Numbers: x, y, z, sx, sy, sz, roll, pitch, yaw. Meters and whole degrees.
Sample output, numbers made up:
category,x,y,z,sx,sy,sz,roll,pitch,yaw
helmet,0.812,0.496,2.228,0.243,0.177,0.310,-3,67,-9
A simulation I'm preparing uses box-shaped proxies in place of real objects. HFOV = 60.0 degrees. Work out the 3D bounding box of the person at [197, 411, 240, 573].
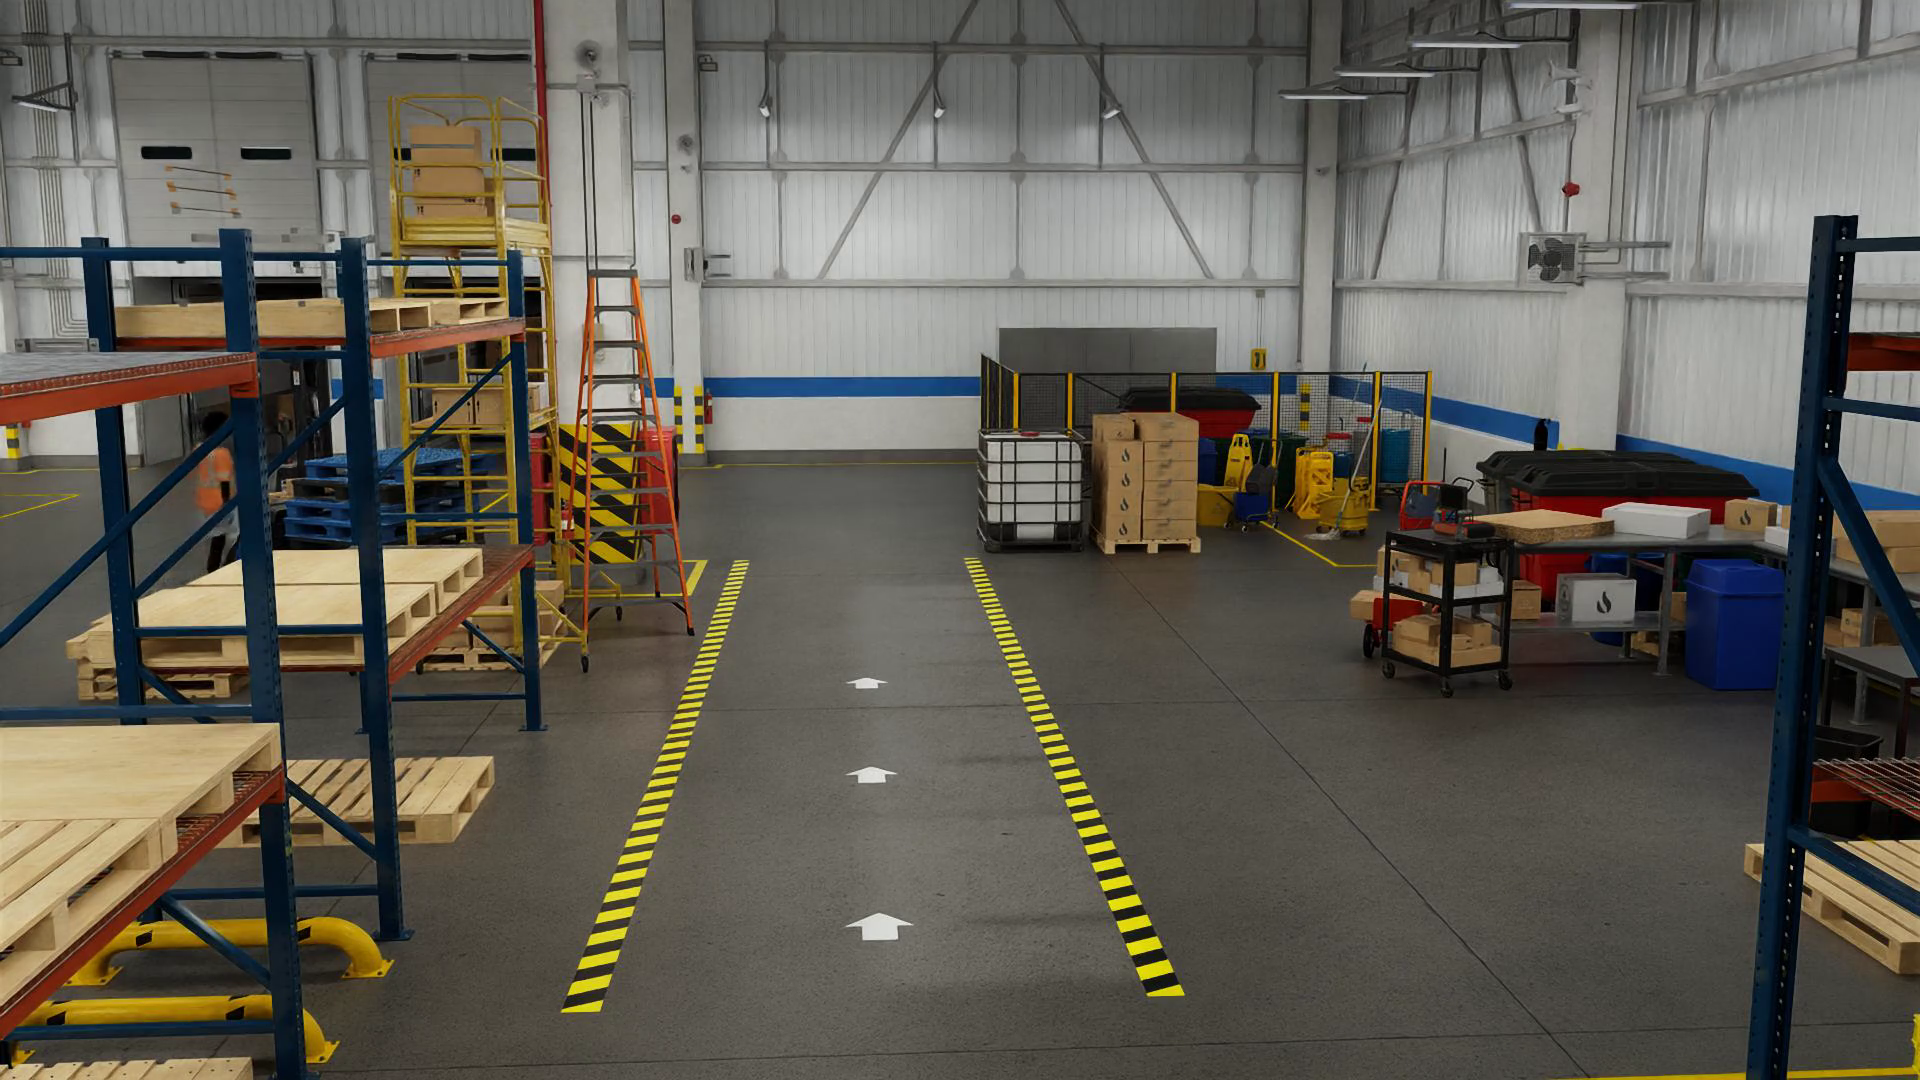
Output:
category,x,y,z,sx,sy,sz,roll,pitch,yaw
person,-6.548,-0.302,14.762,0.383,1.681,0.548,-9,13,-44

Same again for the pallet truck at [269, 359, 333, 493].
category,x,y,z,sx,sy,sz,roll,pitch,yaw
pallet truck,-7.062,-1.131,18.996,1.885,1.965,0.823,2,9,13
